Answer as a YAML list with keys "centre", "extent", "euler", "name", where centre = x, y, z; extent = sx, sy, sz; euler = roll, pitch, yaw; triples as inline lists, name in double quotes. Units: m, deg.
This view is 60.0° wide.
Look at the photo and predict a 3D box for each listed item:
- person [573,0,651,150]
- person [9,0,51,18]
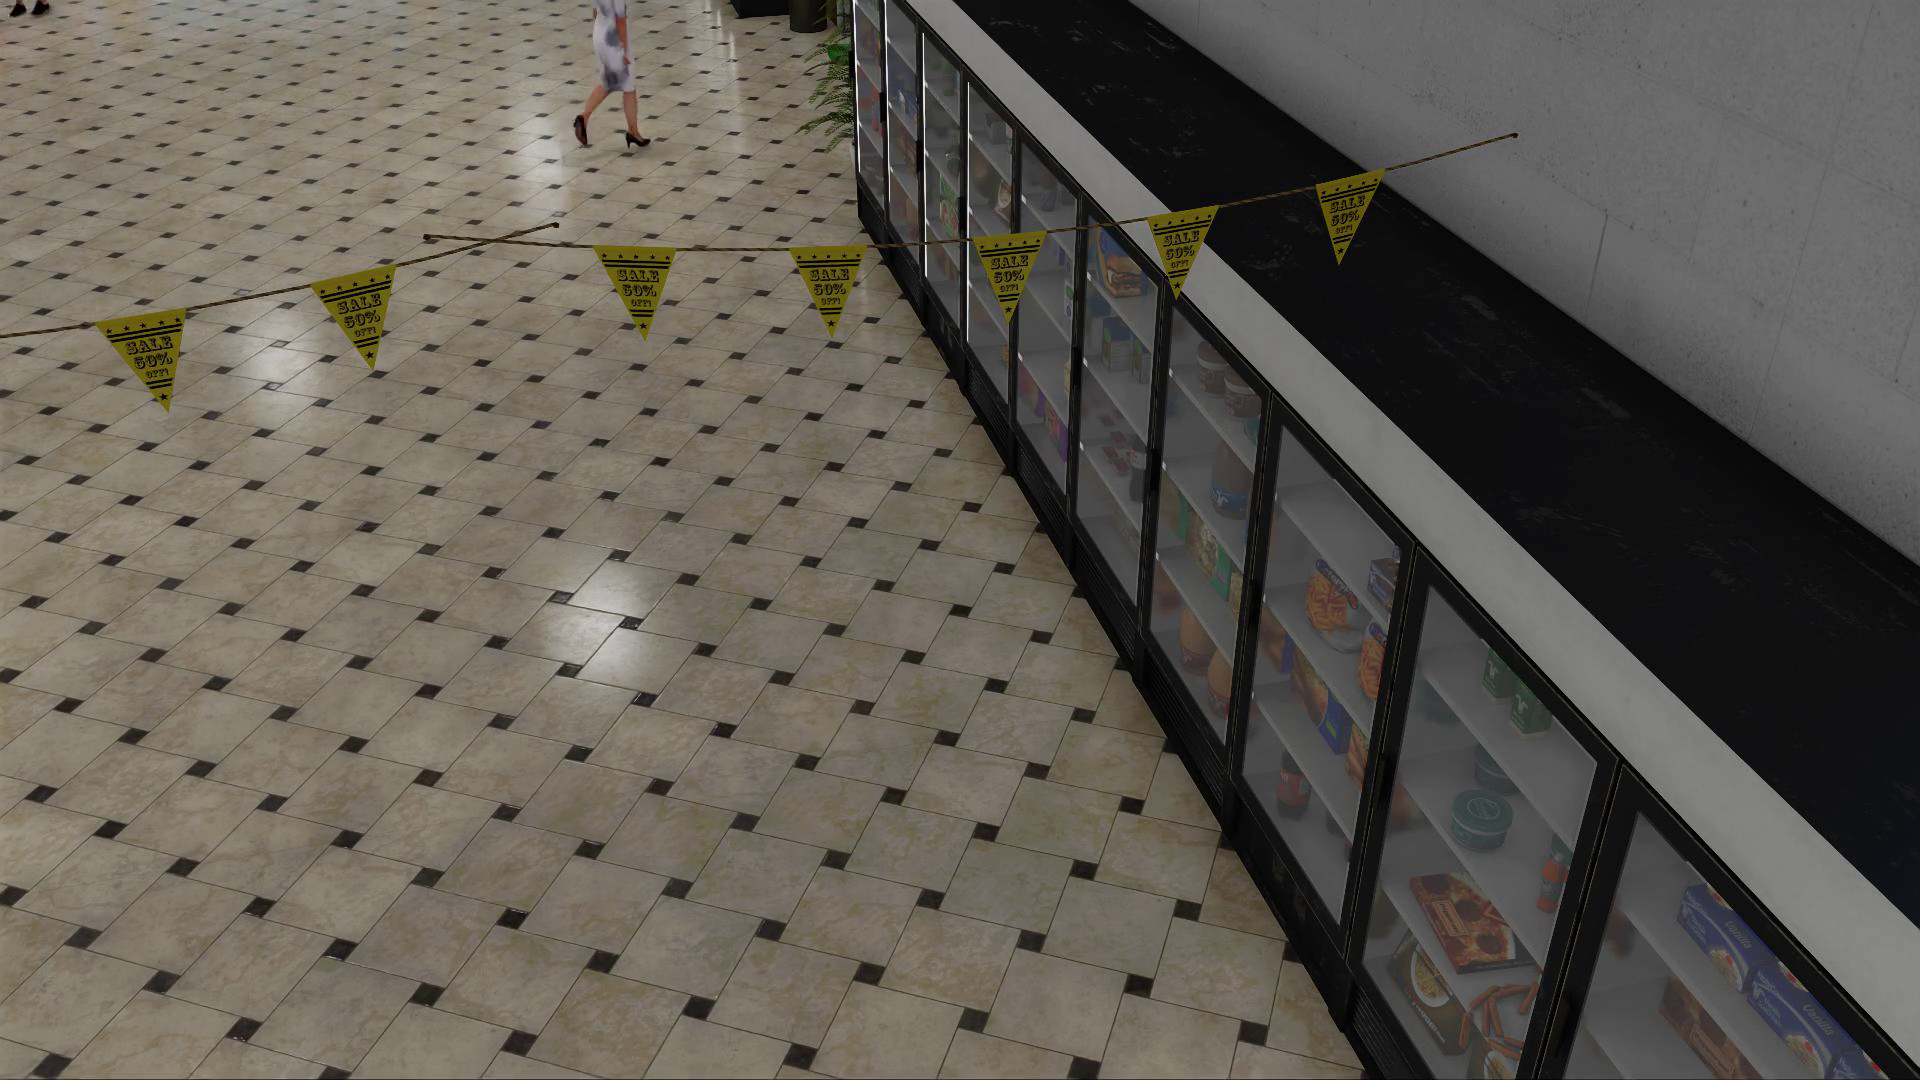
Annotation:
- centre: [-2.857, -3.960, 13.371]
  extent: [0.874, 1.735, 1.011]
  euler: [25, 40, 35]
  name: "person"
- centre: [-9.665, -6.228, 17.068]
  extent: [0.750, 1.680, 0.821]
  euler: [11, 33, 16]
  name: "person"
